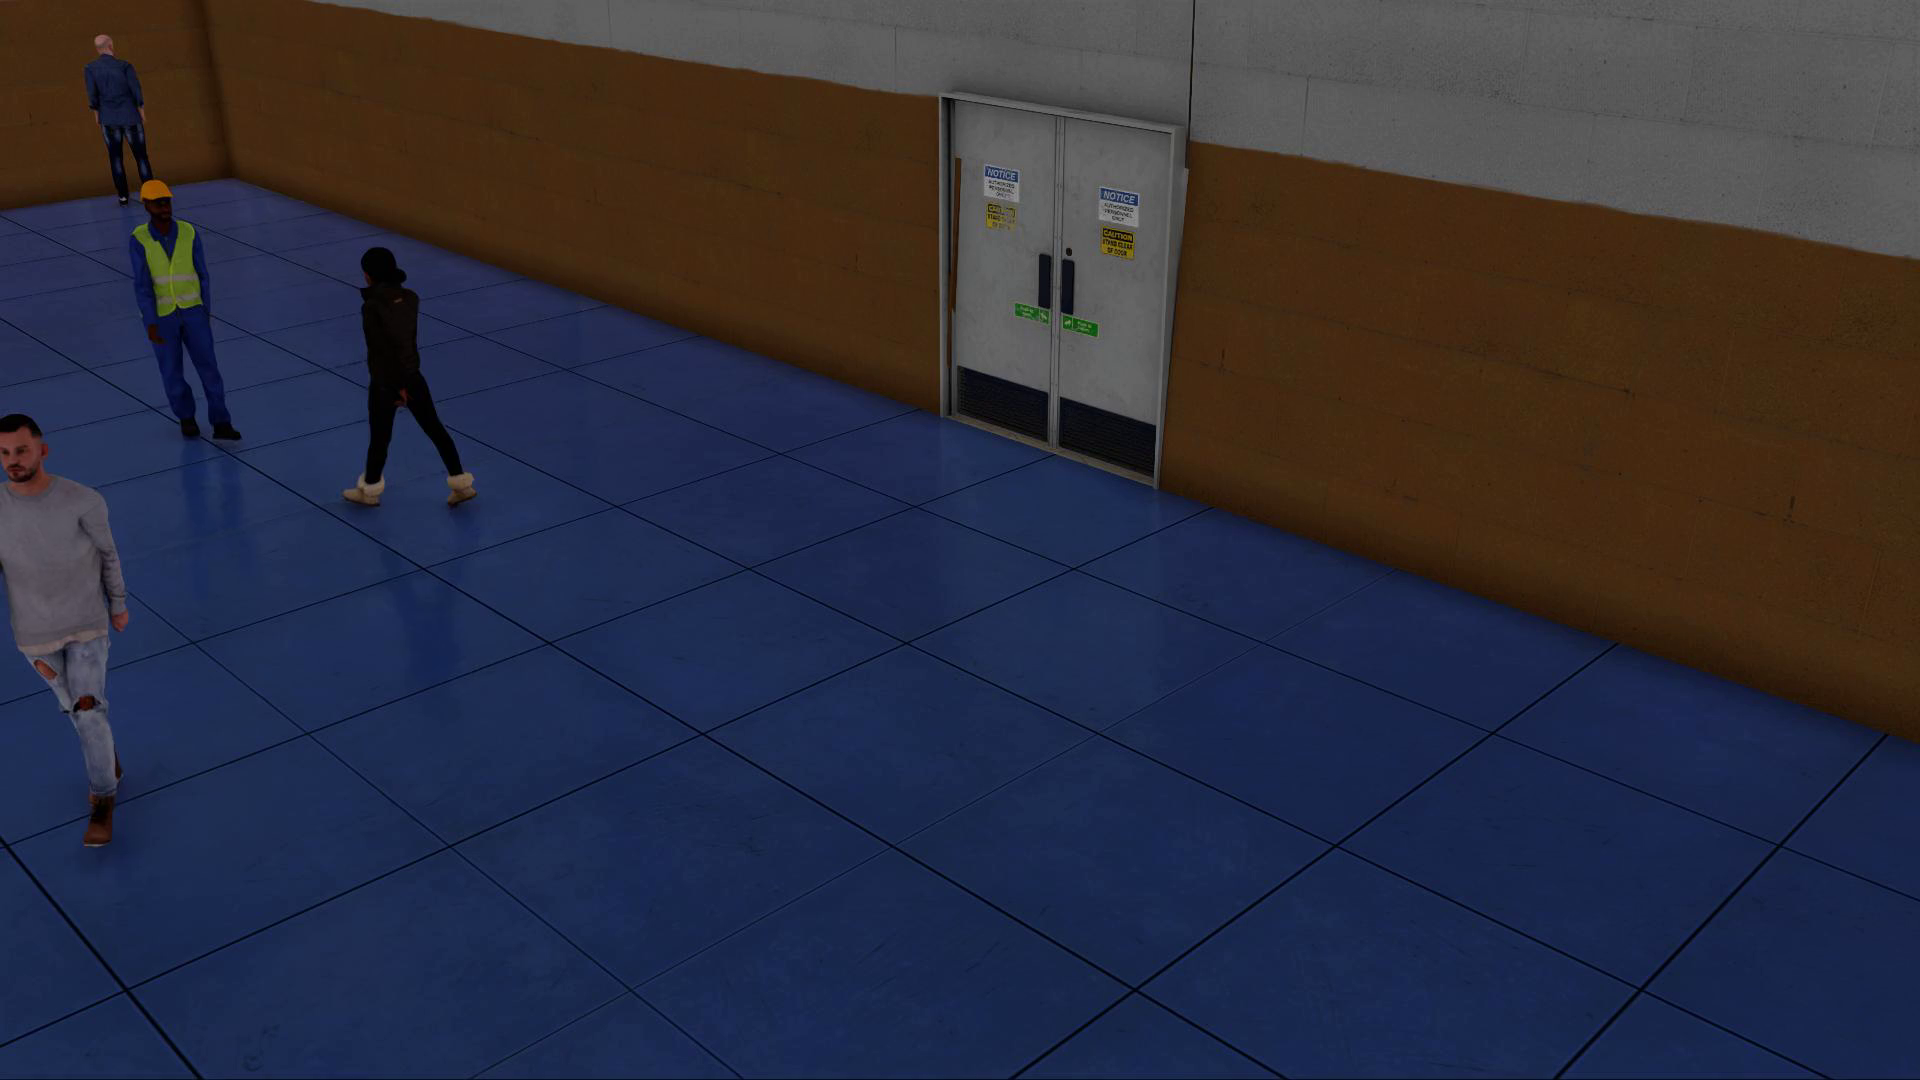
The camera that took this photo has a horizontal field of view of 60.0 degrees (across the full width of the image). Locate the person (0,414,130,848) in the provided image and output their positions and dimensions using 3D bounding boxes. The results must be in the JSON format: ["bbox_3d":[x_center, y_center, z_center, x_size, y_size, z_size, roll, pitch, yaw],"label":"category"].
[{"bbox_3d":[-3.797,0.318,7.043,1.060,1.809,1.068,-4,24,-8],"label":"person"}]

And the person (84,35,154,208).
[{"bbox_3d":[-9.213,-4.601,18.264,0.711,1.826,0.859,-7,25,-16],"label":"person"}]

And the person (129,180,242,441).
[{"bbox_3d":[-5.384,-1.555,11.355,0.967,1.785,0.813,-16,28,-32],"label":"person"}]

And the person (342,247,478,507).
[{"bbox_3d":[-3.551,-0.999,10.245,0.842,1.656,1.080,3,24,6],"label":"person"}]
